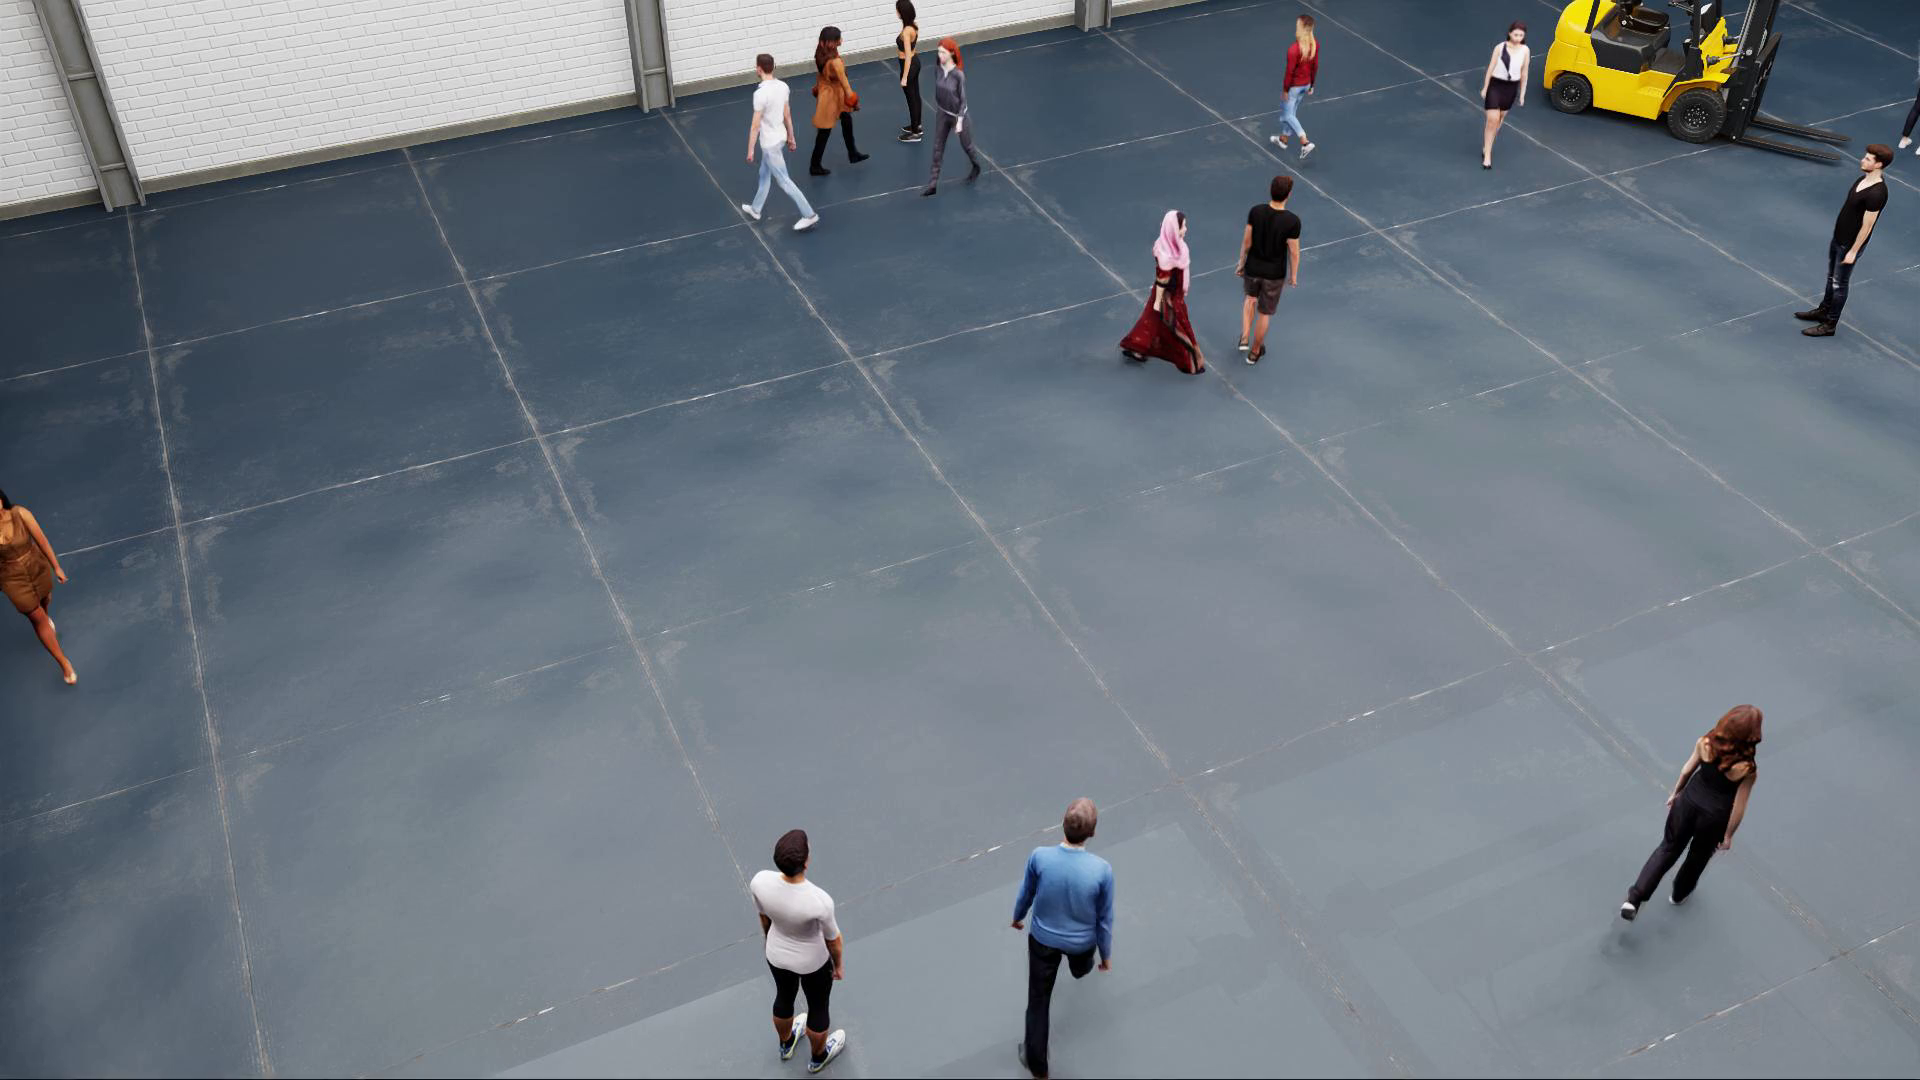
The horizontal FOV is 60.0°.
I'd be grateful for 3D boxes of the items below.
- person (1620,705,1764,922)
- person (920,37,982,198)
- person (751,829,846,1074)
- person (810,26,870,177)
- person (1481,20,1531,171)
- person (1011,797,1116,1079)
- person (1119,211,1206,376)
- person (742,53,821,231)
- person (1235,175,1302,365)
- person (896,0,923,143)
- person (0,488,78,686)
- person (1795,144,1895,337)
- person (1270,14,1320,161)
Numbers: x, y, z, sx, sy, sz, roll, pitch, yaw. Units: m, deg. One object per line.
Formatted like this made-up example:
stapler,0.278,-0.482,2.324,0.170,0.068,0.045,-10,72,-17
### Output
person,4.432,1.694,10.039,1.072,1.730,0.775,-28,46,-30
person,-0.027,-4.569,17.885,0.935,1.725,1.200,25,45,28
person,-0.903,2.284,9.205,0.736,1.848,0.793,14,41,16
person,-1.490,-4.734,18.116,0.967,1.696,0.698,-15,41,-18
person,6.022,-5.005,18.510,0.882,1.627,0.884,3,39,4
person,0.564,2.274,9.311,1.308,1.733,1.272,4,39,5
person,1.807,-2.239,15.068,1.145,1.600,1.070,12,40,15
person,-1.847,-4.064,17.192,1.255,1.802,1.248,15,41,18
person,2.730,-2.407,15.078,0.812,1.851,0.842,18,42,21
person,-0.565,-5.359,18.941,0.671,1.641,0.634,7,39,9
person,-6.740,0.208,11.972,1.073,1.641,0.817,-26,46,-29
person,8.317,-2.797,15.530,0.783,1.896,0.769,7,39,8
person,3.805,-5.039,18.563,0.966,1.613,0.777,-24,44,-27
